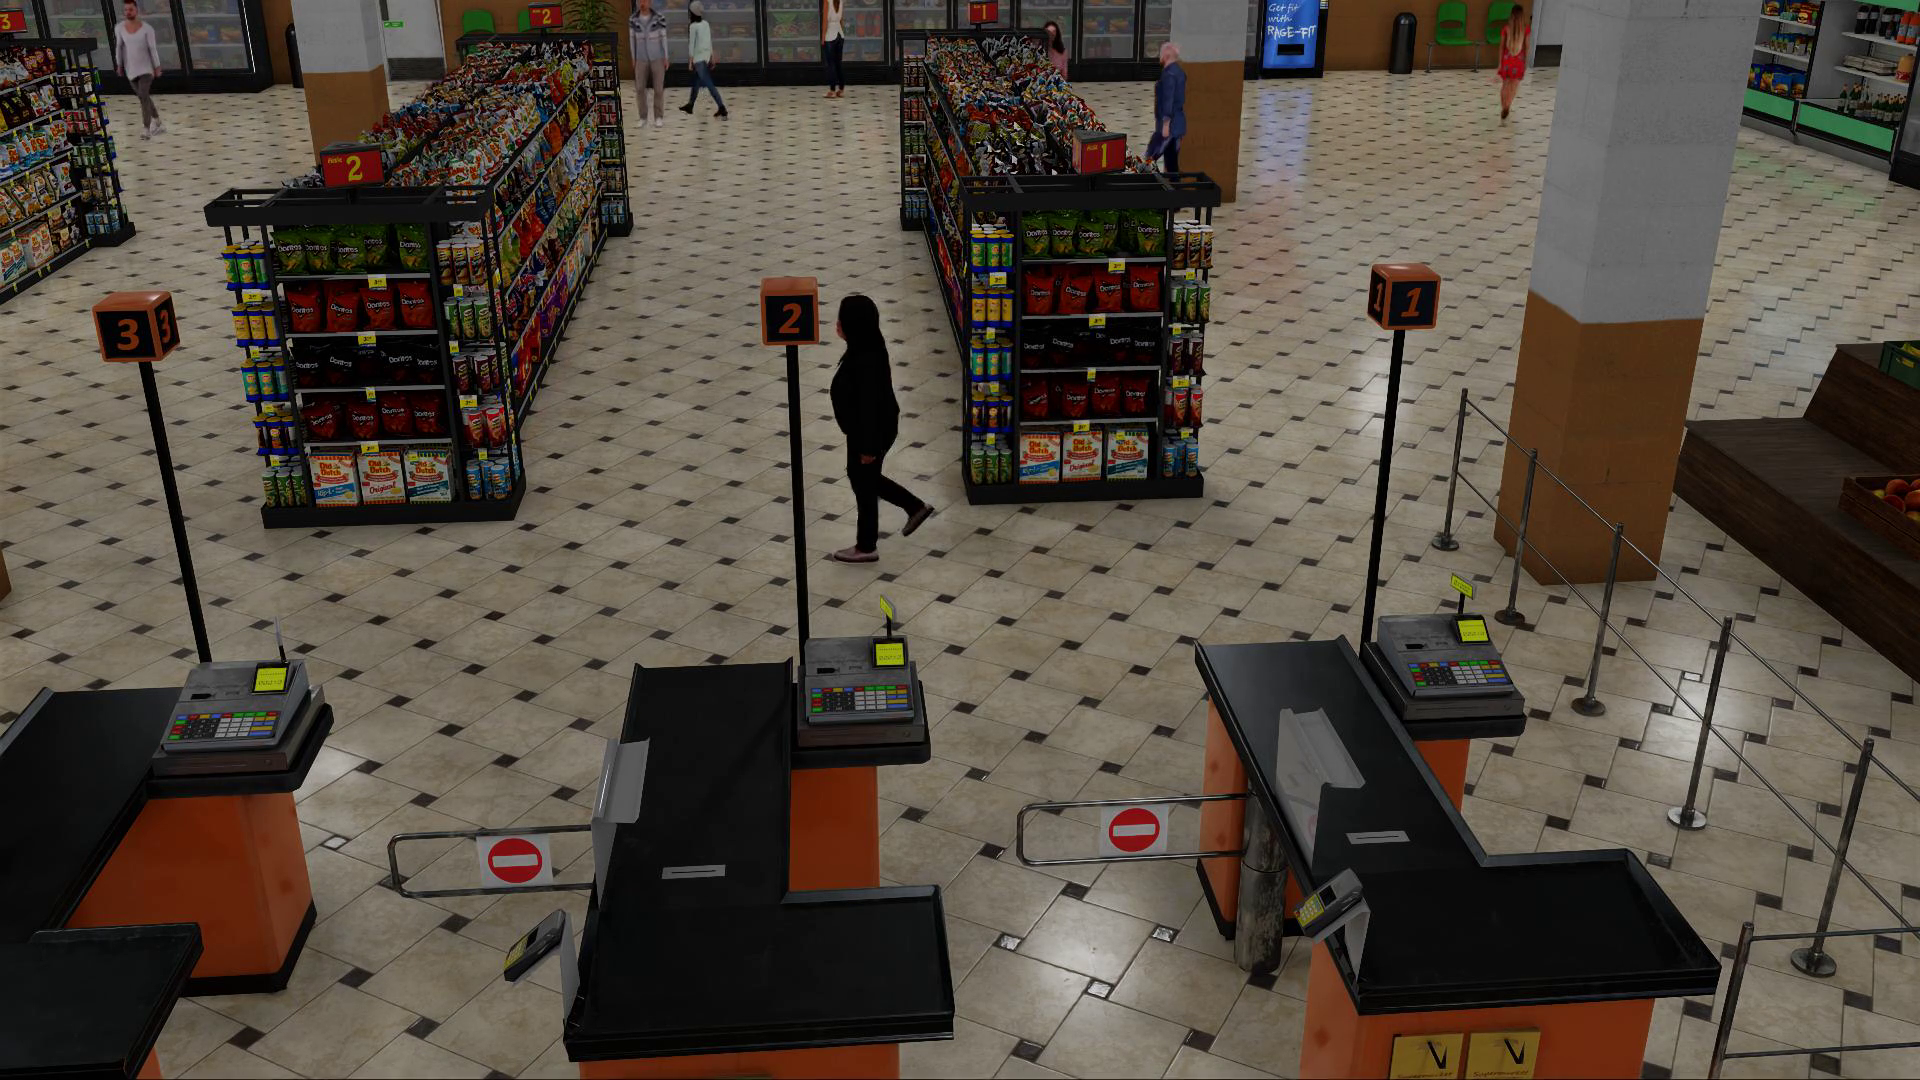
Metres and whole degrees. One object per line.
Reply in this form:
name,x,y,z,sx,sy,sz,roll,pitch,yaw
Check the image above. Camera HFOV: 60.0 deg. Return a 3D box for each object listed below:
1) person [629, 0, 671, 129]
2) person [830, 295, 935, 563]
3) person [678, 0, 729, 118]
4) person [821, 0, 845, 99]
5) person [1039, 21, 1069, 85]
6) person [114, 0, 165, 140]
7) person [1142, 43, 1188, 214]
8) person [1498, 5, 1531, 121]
person,-4.303,-6.712,23.186,0.707,1.844,0.813,-2,24,-4
person,-0.442,-0.625,9.578,0.716,1.600,0.775,-3,24,-7
person,-3.634,-6.818,23.738,1.051,1.595,1.140,12,26,25
person,-1.927,-7.718,25.562,0.726,1.783,0.656,17,29,34
person,1.080,-5.378,20.202,0.609,1.792,0.748,-3,24,-6
person,-11.026,-6.347,22.402,0.794,1.804,1.197,3,24,6
person,2.328,-4.428,18.009,0.919,1.809,0.786,9,25,20
person,7.846,-6.752,23.627,0.887,1.564,1.114,10,26,22
